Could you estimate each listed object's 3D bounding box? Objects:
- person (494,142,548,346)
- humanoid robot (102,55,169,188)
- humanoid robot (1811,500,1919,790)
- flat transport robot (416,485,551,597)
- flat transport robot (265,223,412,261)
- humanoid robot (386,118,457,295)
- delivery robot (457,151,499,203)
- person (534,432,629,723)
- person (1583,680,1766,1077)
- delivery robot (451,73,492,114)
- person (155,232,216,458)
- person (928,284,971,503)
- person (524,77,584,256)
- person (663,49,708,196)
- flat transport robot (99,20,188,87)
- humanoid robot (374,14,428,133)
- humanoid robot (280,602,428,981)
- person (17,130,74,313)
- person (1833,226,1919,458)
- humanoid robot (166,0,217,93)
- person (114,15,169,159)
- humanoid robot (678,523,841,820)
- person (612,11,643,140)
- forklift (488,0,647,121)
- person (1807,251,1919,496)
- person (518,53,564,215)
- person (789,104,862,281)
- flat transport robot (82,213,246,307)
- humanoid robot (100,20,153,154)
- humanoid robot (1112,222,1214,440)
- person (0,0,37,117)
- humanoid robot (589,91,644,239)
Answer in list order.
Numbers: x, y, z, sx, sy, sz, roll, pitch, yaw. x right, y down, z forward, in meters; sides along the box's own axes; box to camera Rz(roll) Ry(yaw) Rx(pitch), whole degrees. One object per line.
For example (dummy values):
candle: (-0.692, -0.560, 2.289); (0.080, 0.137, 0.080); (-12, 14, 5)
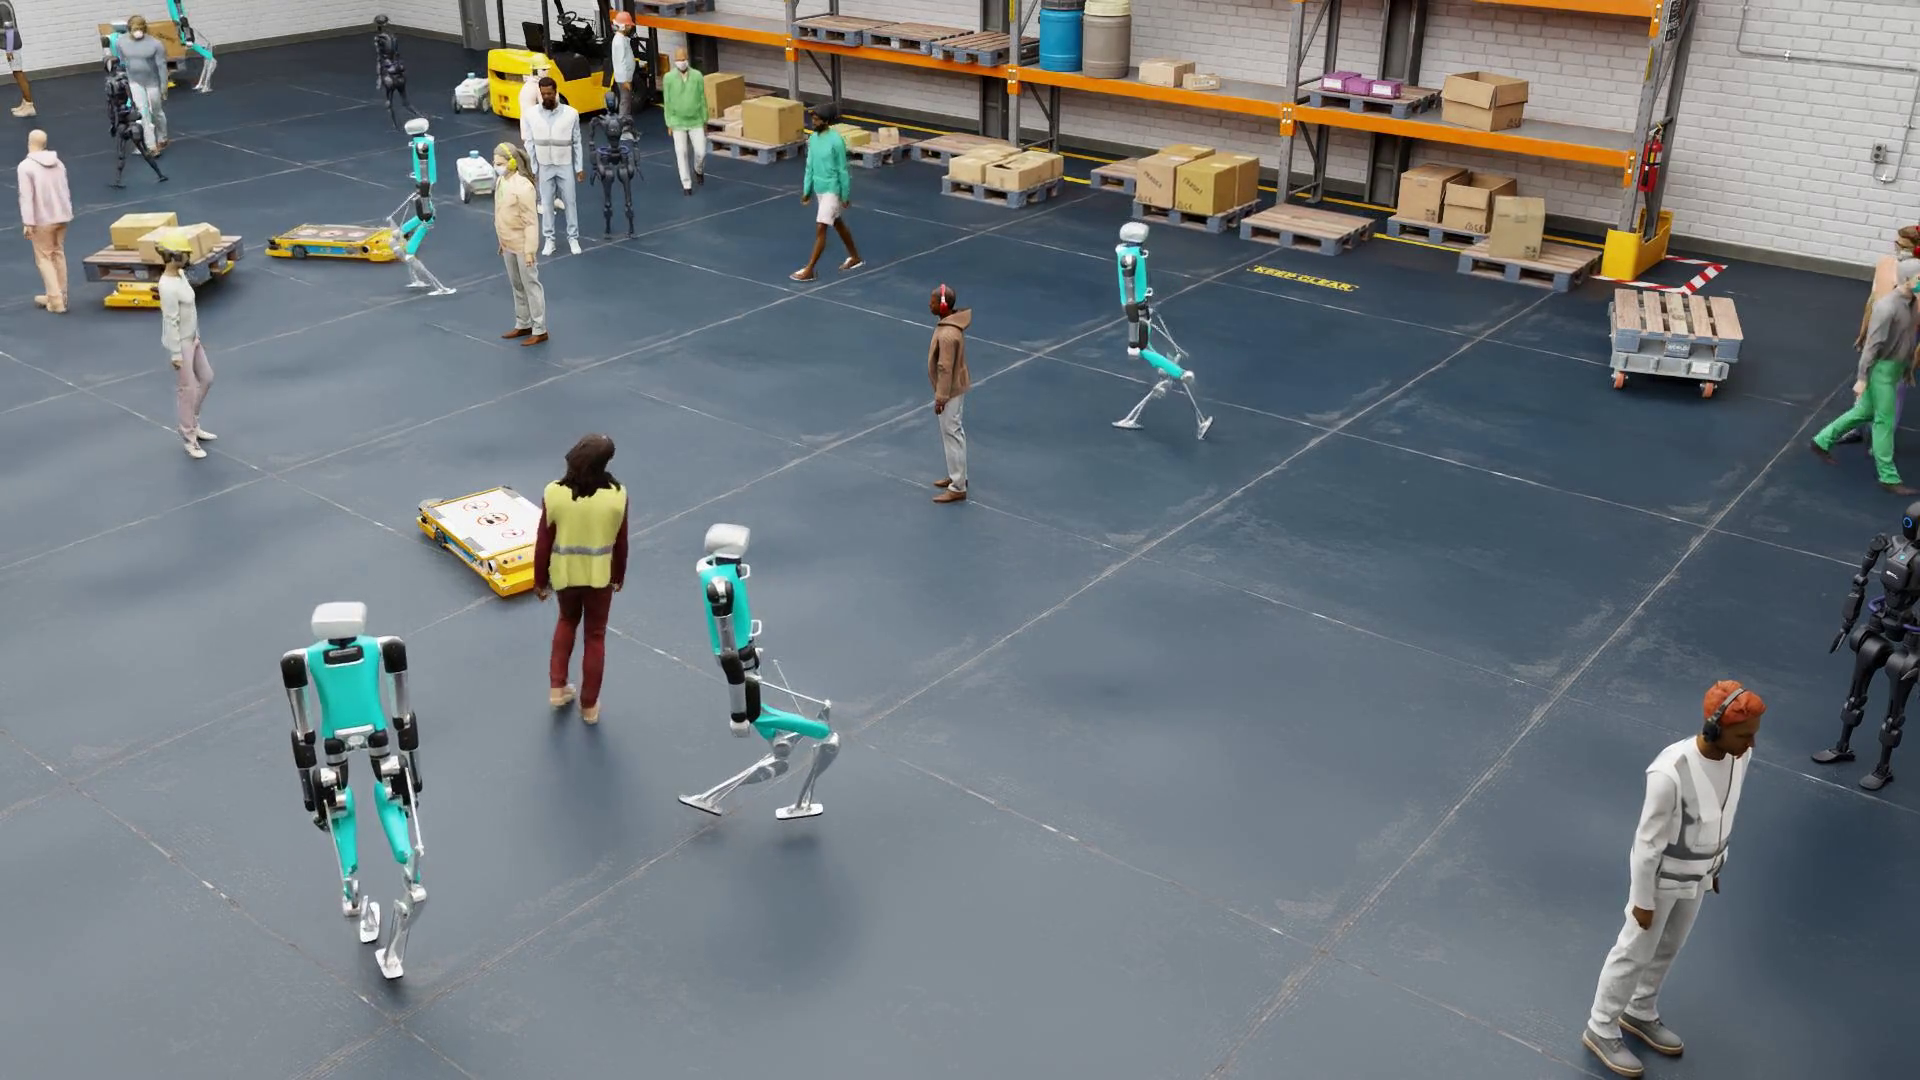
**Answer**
person: (-4.078, -2.748, 15.418); (0.550, 1.876, 0.412); (23, 34, 39)
humanoid robot: (-10.471, -5.240, 20.862); (0.602, 1.627, 0.786); (17, 30, 31)
humanoid robot: (4.941, 0.543, 8.810); (0.315, 1.657, 0.599); (-11, 28, -22)
flat transport robot: (-3.206, -0.021, 11.615); (0.659, 0.231, 1.431); (-19, 32, -34)
flat transport robot: (-6.846, -3.281, 18.366); (1.431, 0.231, 0.659); (4, 26, 8)
humanoid robot: (-5.576, -3.331, 16.776); (0.760, 1.780, 0.530); (-6, 26, -12)
delivery robot: (-5.960, -4.491, 20.540); (0.499, 0.592, 0.783); (-12, 28, -24)
person: (-2.125, 0.219, 9.429); (0.566, 1.738, 0.431); (-2, 26, -5)
person: (2.957, 1.387, 6.860); (0.565, 1.876, 0.362); (-15, 30, -28)
delivery robot: (-7.401, -6.801, 25.299); (0.499, 0.570, 0.746); (2, 26, 3)
person: (-6.080, -1.541, 13.068); (0.365, 1.746, 0.587); (-6, 26, -12)
person: (-0.073, -1.088, 12.236); (0.308, 1.646, 0.466); (1, 26, 3)
person: (-4.395, -4.071, 18.106); (0.589, 1.920, 0.399); (-3, 26, -7)
person: (-3.372, -5.157, 20.524); (0.541, 1.773, 0.456); (-6, 26, -12)
flat transport robot: (-13.357, -7.648, 27.409); (0.659, 0.231, 1.431); (-11, 28, -22)
humanoid robot: (-8.034, -6.645, 23.737); (0.575, 1.641, 0.588); (6, 26, 11)
humanoid robot: (-2.633, 1.206, 7.396); (0.543, 1.763, 0.846); (-10, 27, -19)
person: (-8.978, -3.132, 16.377); (0.514, 1.751, 0.570); (8, 27, 16)
person: (7.289, -1.553, 12.981); (0.387, 1.838, 0.563); (-12, 28, -23)
humanoid robot: (-12.197, -8.052, 26.533); (0.691, 1.768, 0.530); (-18, 31, -33)
person: (-10.988, -6.123, 22.421); (0.671, 1.867, 0.993); (-8, 27, -17)
humanoid robot: (-0.972, 0.727, 8.362); (0.985, 1.739, 0.546); (-2, 26, -5)
person: (-4.688, -6.534, 23.406); (0.352, 1.743, 0.567); (-3, 26, -7)
forklift: (-5.874, -7.334, 24.552); (1.214, 2.155, 2.313); (19, 32, 34)
person: (6.940, -1.291, 12.490); (0.528, 1.813, 0.861); (-22, 33, -38)
person: (-4.926, -4.812, 19.698); (0.414, 1.865, 0.816); (10, 28, 20)
person: (-1.421, -3.638, 17.348); (1.000, 1.788, 0.514); (-21, 33, -36)
flat transport robot: (-8.154, -2.703, 17.168); (0.659, 0.231, 1.431); (2, 26, 4)
humanoid robot: (-11.109, -6.050, 22.431); (0.563, 1.787, 0.783); (-19, 32, -35)
humanoid robot: (1.696, -1.641, 13.301); (0.960, 1.776, 0.554); (5, 26, 9)
person: (-14.170, -7.359, 24.774); (0.367, 2.044, 0.607); (-13, 29, -26)
humanoid robot: (-3.860, -4.201, 18.648); (0.607, 1.648, 0.342); (-8, 27, -17)
